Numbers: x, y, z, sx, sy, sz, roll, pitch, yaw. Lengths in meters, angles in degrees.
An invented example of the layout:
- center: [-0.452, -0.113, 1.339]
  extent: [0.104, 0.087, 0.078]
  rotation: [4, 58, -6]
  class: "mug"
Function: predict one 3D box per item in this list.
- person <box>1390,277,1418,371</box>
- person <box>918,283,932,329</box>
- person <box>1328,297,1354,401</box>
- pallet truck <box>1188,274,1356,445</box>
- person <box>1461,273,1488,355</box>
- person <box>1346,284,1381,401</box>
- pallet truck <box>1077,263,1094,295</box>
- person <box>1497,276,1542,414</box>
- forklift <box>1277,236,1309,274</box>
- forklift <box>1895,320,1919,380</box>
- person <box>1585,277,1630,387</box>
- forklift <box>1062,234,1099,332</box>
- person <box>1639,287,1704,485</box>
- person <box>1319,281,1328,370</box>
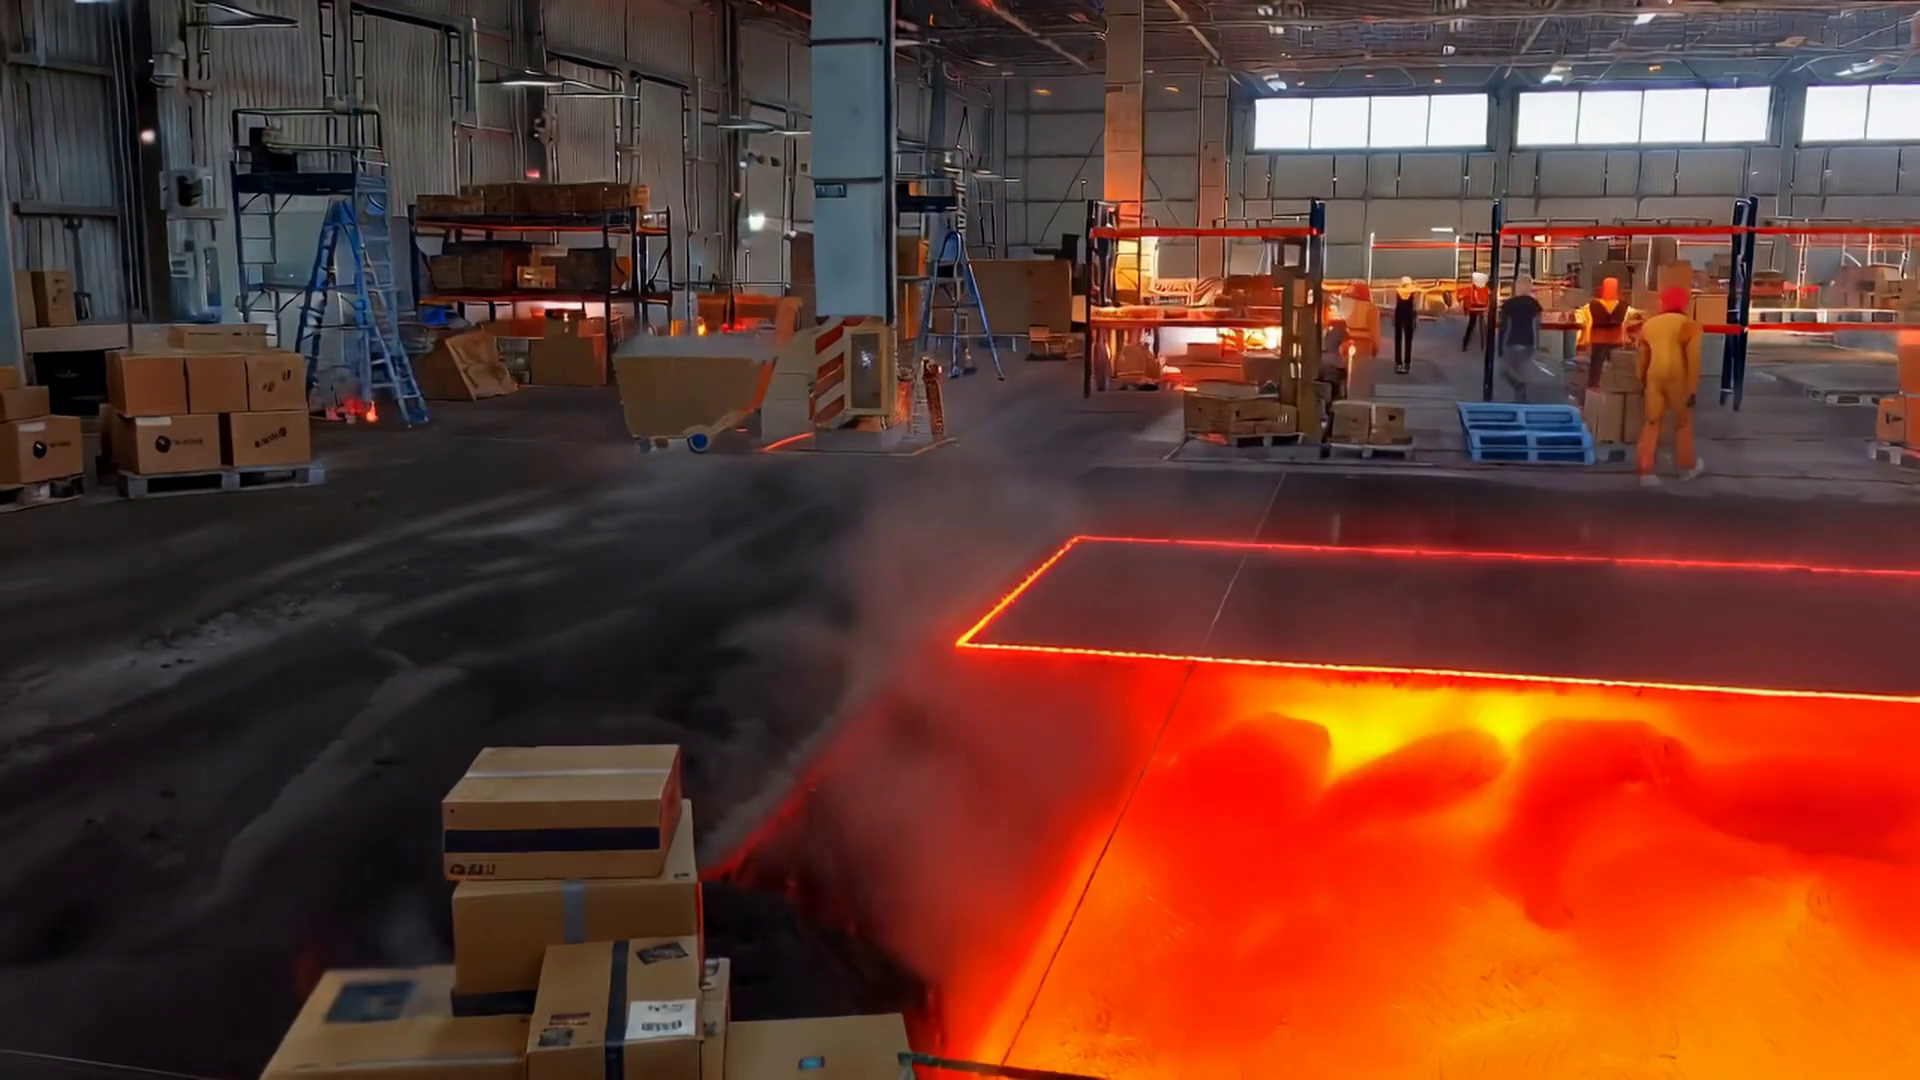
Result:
- center: [8.574, -4.165, 32.129]
  extent: [0.516, 1.792, 0.977]
  rotation: [2, 10, 13]
  class: "person"
- center: [-0.989, -7.363, 50.560]
  extent: [0.544, 1.930, 0.389]
  rotation: [-4, 11, -23]
  class: "person"
- center: [4.851, -2.269, 21.314]
  extent: [0.419, 1.703, 0.559]
  rotation: [3, 10, 16]
  class: "person"
- center: [3.653, -2.138, 19.590]
  extent: [1.885, 1.965, 0.823]
  rotation: [-4, 10, -20]
  class: "pallet truck"
- center: [11.630, -5.090, 37.462]
  extent: [0.597, 1.838, 0.997]
  rotation: [-2, 10, -13]
  class: "person"
- center: [5.864, -2.861, 24.466]
  extent: [0.612, 1.802, 0.888]
  rotation: [5, 11, 26]
  class: "person"
- center: [4.325, -8.180, 55.162]
  extent: [0.823, 1.965, 1.885]
  rotation: [6, 11, 31]
  class: "pallet truck"
- center: [7.658, -2.647, 22.804]
  extent: [0.649, 1.920, 0.466]
  rotation: [-3, 10, -18]
  class: "person"
- center: [10.149, -7.888, 50.849]
  extent: [1.873, 2.768, 1.129]
  rotation: [-9, 13, -44]
  class: "forklift"
- center: [17.020, -4.003, 27.972]
  extent: [1.873, 2.768, 1.129]
  rotation: [2, 10, 14]
  class: "forklift"
- center: [9.061, -2.728, 23.339]
  extent: [0.584, 1.911, 0.391]
  rotation: [1, 10, 8]
  class: "person"
- center: [3.145, -7.329, 47.558]
  extent: [1.873, 2.768, 1.129]
  rotation: [2, 10, 14]
  class: "forklift"
- center: [6.878, -1.486, 16.068]
  extent: [1.023, 1.882, 0.659]
  rotation: [-8, 13, -41]
  class: "person"
- center: [6.933, -4.125, 32.061]
  extent: [0.486, 1.737, 0.323]
  rotation: [-8, 13, -40]
  class: "person"
